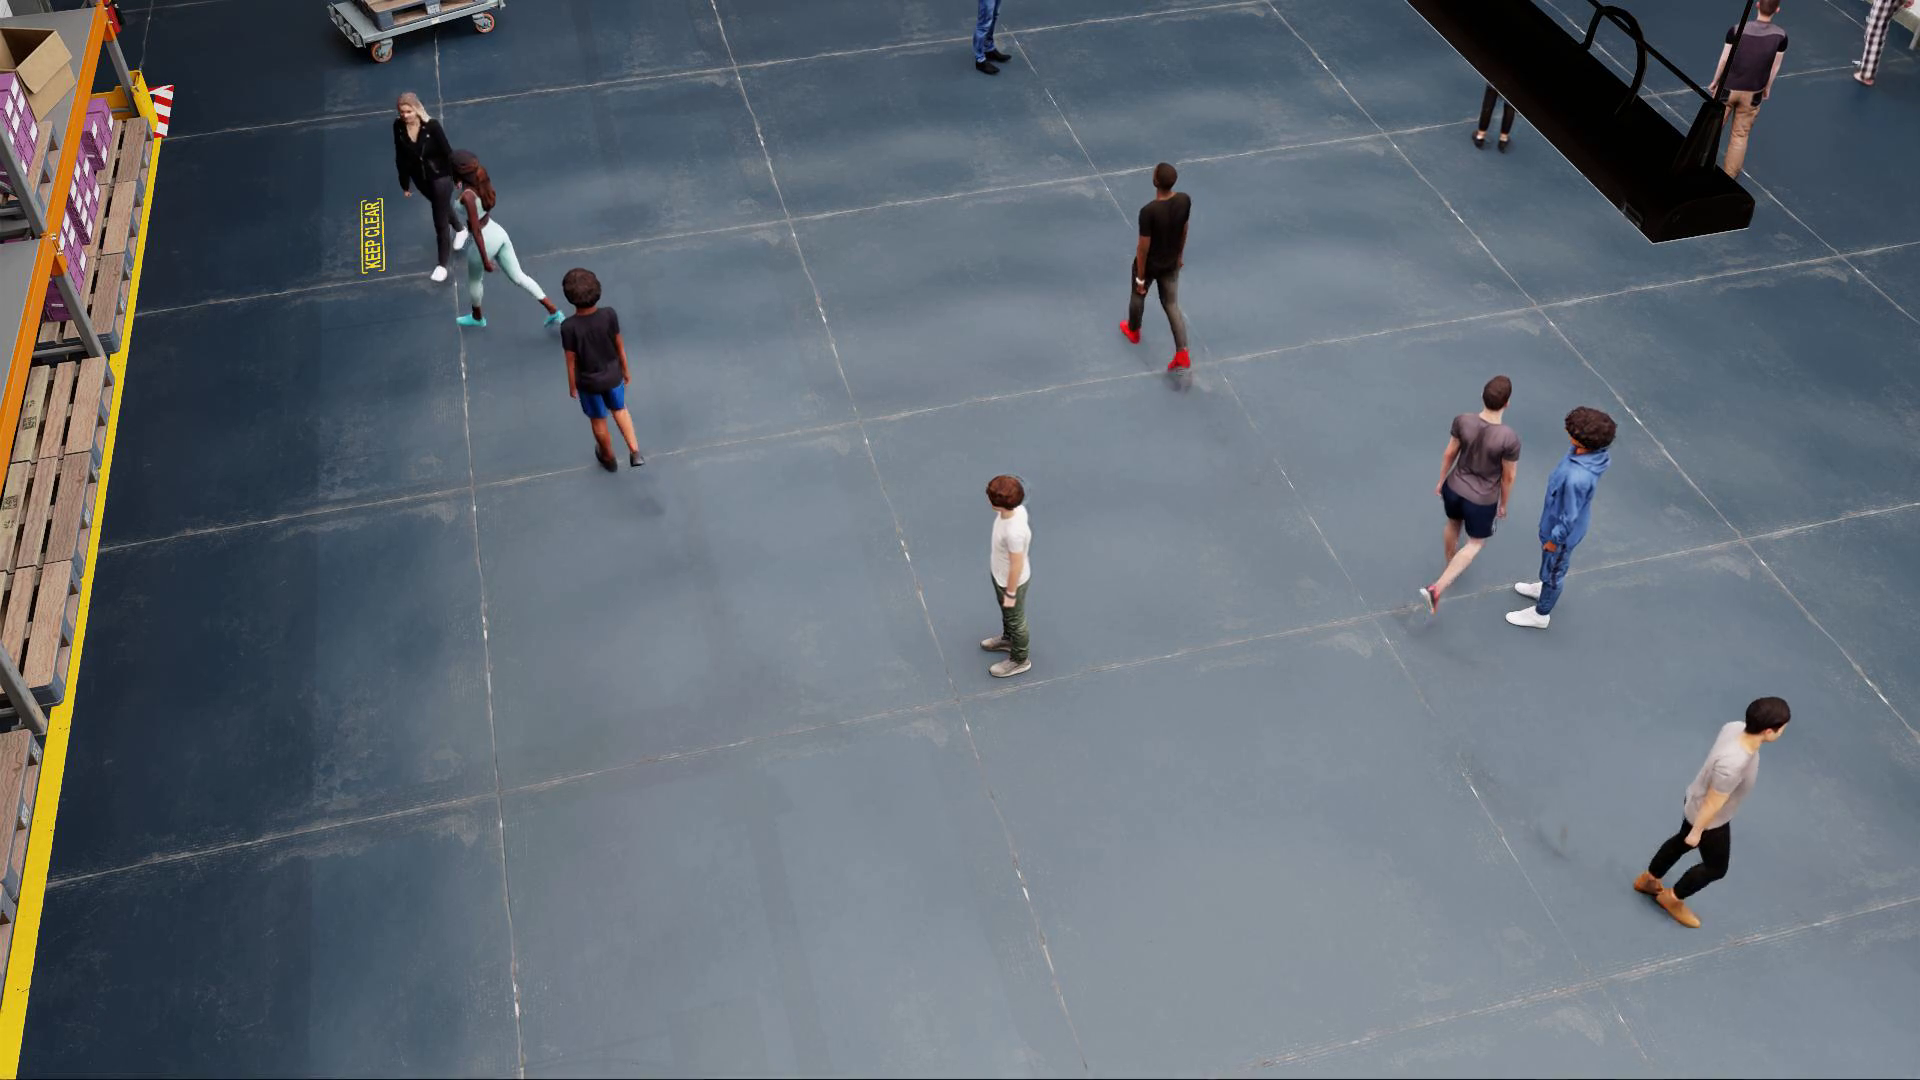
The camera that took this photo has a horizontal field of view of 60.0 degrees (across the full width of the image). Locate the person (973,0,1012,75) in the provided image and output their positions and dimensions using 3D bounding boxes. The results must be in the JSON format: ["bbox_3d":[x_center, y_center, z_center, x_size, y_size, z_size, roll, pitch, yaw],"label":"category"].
[{"bbox_3d":[0.293,-5.666,16.742,0.820,1.895,0.727,16,46,16],"label":"person"}]

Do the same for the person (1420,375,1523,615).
[{"bbox_3d":[3.395,-0.273,11.125,1.061,1.835,1.035,31,52,28],"label":"person"}]

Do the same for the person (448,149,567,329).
[{"bbox_3d":[-3.709,-2.354,13.424,0.988,1.676,1.200,8,44,8],"label":"person"}]

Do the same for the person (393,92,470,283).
[{"bbox_3d":[-4.492,-3.125,14.261,0.937,1.638,1.222,5,44,5],"label":"person"}]

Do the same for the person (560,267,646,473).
[{"bbox_3d":[-2.594,-1.154,12.085,0.759,1.785,0.907,-26,49,-25],"label":"person"}]

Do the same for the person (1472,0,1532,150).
[{"bbox_3d":[5.184,-4.426,15.747,0.656,1.472,0.641,8,44,8],"label":"person"}]

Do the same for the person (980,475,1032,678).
[{"bbox_3d":[0.322,0.222,10.737,0.656,1.653,0.501,-6,44,-7],"label":"person"}]

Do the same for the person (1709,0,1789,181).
[{"bbox_3d":[7.116,-4.129,15.168,0.776,1.841,0.791,13,45,14],"label":"person"}]

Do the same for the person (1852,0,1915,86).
[{"bbox_3d":[9.306,-5.381,16.487,0.619,1.834,0.719,-12,45,-12],"label":"person"}]

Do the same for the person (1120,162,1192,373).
[{"bbox_3d":[1.622,-2.124,13.114,0.782,1.771,1.223,-17,46,-17],"label":"person"}]

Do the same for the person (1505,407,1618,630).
[{"bbox_3d":[4.016,-0.142,11.010,0.815,1.803,0.746,20,47,19],"label":"person"}]

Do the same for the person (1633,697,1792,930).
[{"bbox_3d":[4.150,1.478,9.388,0.838,1.695,0.778,26,49,24],"label":"person"}]
